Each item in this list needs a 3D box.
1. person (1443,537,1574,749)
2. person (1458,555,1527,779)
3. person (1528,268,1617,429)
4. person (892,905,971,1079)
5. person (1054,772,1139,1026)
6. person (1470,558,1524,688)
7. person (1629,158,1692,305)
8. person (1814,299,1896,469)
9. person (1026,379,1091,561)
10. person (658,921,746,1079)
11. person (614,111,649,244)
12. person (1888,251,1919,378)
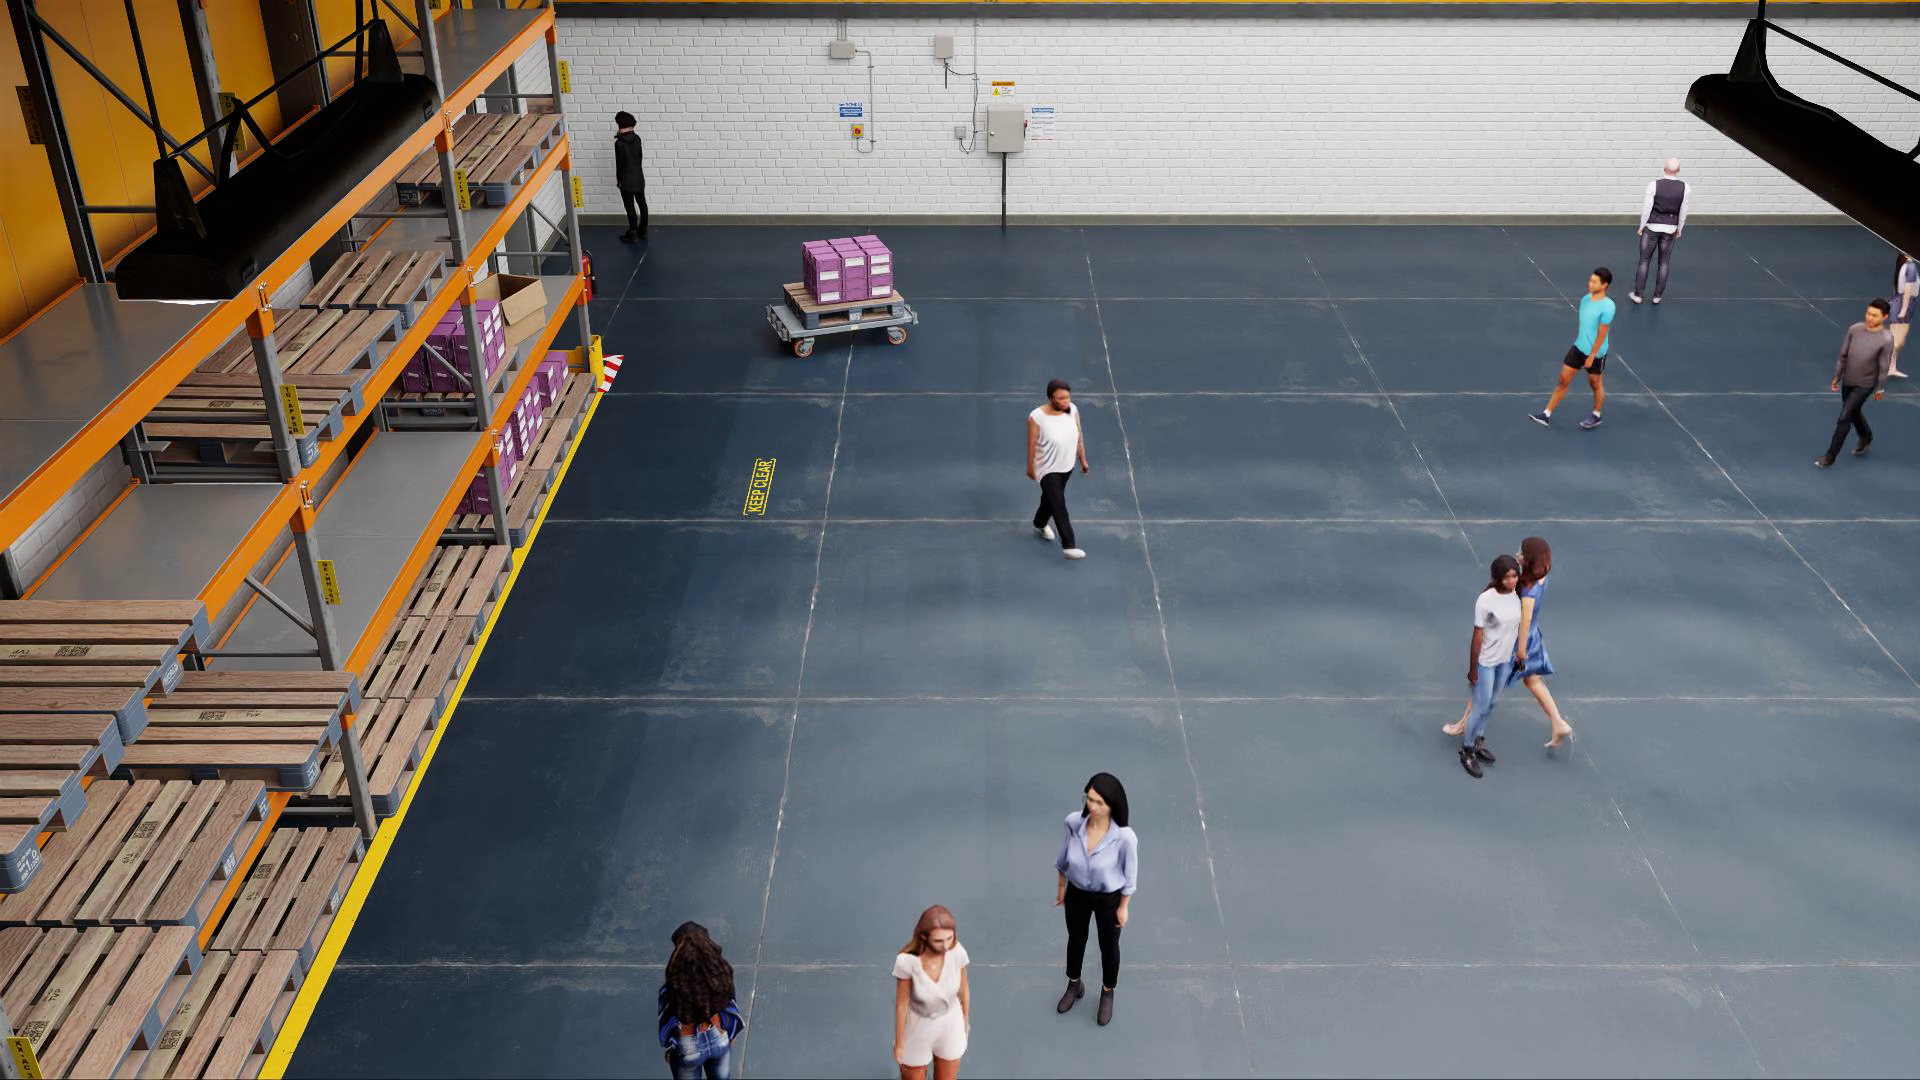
[{"bbox_3d":[4.147,0.796,12.130,1.084,1.770,1.176,16,32,26],"label":"person"},{"bbox_3d":[3.830,0.868,12.050,0.735,1.721,0.767,-17,33,-28],"label":"person"},{"bbox_3d":[6.592,-1.945,17.192,0.966,1.735,1.116,-11,31,-20],"label":"person"},{"bbox_3d":[-0.174,2.591,8.926,0.715,1.687,0.906,-7,29,-13],"label":"person"},{"bbox_3d":[0.799,2.100,9.768,0.728,1.743,0.709,13,31,22],"label":"person"},{"bbox_3d":[4.185,0.685,12.856,0.587,1.269,0.676,11,31,19],"label":"person"},{"bbox_3d":[8.634,-3.811,20.521,0.722,1.824,0.642,4,29,8],"label":"person"},{"bbox_3d":[8.986,-1.569,16.506,0.985,1.732,1.108,8,30,15],"label":"person"},{"bbox_3d":[0.828,-0.691,14.986,1.051,1.646,1.179,-20,34,-32],"label":"person"},{"bbox_3d":[-1.380,2.679,8.831,0.693,1.624,0.705,-15,32,-25],"label":"person"},{"bbox_3d":[-4.474,-4.950,22.653,0.792,1.781,0.713,19,34,31],"label":"person"},{"bbox_3d":[10.338,-2.556,18.416,0.799,1.634,0.882,7,29,13],"label":"person"}]
